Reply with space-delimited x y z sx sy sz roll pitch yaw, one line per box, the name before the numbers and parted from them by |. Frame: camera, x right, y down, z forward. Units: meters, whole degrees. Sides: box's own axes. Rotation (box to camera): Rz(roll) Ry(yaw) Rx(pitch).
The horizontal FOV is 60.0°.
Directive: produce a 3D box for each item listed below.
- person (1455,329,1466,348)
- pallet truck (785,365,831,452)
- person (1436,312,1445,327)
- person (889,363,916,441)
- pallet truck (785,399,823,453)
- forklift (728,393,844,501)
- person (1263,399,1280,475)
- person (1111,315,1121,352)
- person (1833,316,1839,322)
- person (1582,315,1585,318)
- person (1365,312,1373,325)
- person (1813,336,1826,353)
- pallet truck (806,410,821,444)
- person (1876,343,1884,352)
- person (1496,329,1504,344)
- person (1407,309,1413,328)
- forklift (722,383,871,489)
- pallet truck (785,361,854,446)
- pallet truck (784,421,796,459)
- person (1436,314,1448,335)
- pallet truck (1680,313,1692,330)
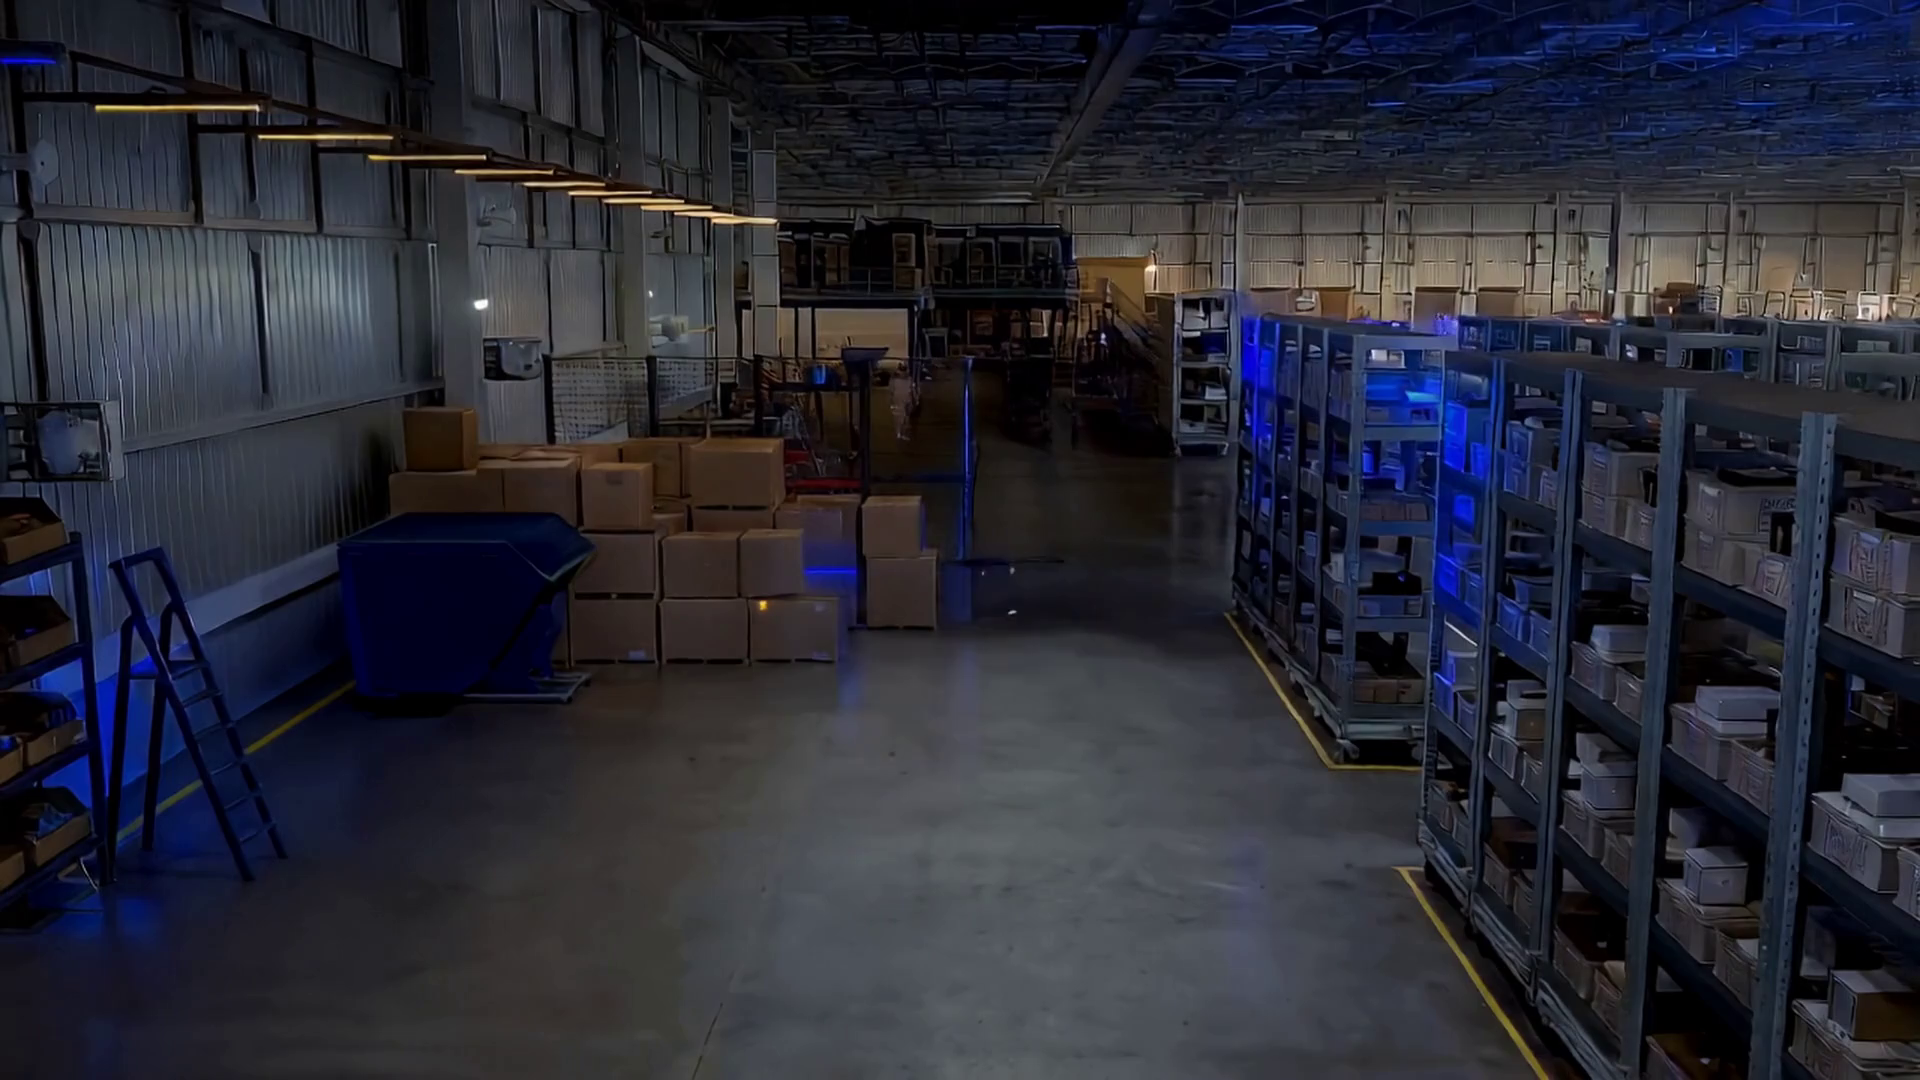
person | 18.853 -6.989 62.572 0.614 1.941 0.790 -8 12 -39
pallet truck | -3.774 -2.976 37.635 1.885 1.965 0.823 1 9 5
person | 26.671 -11.739 92.272 0.466 1.814 0.644 6 11 32
person | -1.406 -3.371 40.451 0.668 1.884 0.752 -1 9 -5
pallet truck | -3.814 -2.432 36.419 1.630 1.274 0.653 0 9 1
forklift | -2.979 -1.316 26.476 2.680 1.987 1.157 0 9 1
person | 6.277 -2.318 33.437 0.376 2.043 0.609 2 9 10
person | 7.925 -10.443 84.092 0.545 1.870 0.601 -4 10 -24
person | 43.223 -10.104 81.937 0.885 1.899 0.598 2 9 12
person | 30.792 -10.203 82.463 0.749 1.922 0.637 -6 11 -34
person | 21.217 -10.862 86.433 0.406 1.945 0.615 -2 9 -10
person | 32.761 -7.061 63.327 0.542 1.834 0.775 5 11 29
pallet truck | -3.559 -2.018 33.905 1.522 1.261 0.704 0 9 -1
person | 31.981 -6.048 57.768 0.640 1.614 0.506 6 11 31
person | 21.693 -7.740 67.220 0.547 1.934 0.376 6 11 31
person | 25.591 -12.174 94.627 0.397 1.919 0.585 5 11 30
forklift | -2.893 -1.687 28.729 2.680 1.987 1.157 0 9 -1
pallet truck | -3.410 -3.193 38.978 1.885 1.965 0.823 0 9 -1
pallet truck | -4.013 -1.793 32.705 1.601 1.201 0.680 0 9 1
person | 25.398 -10.982 87.575 0.631 1.821 0.794 -4 10 -25
pallet truck | 36.315 -10.531 84.244 0.823 1.965 1.885 -6 11 -33
